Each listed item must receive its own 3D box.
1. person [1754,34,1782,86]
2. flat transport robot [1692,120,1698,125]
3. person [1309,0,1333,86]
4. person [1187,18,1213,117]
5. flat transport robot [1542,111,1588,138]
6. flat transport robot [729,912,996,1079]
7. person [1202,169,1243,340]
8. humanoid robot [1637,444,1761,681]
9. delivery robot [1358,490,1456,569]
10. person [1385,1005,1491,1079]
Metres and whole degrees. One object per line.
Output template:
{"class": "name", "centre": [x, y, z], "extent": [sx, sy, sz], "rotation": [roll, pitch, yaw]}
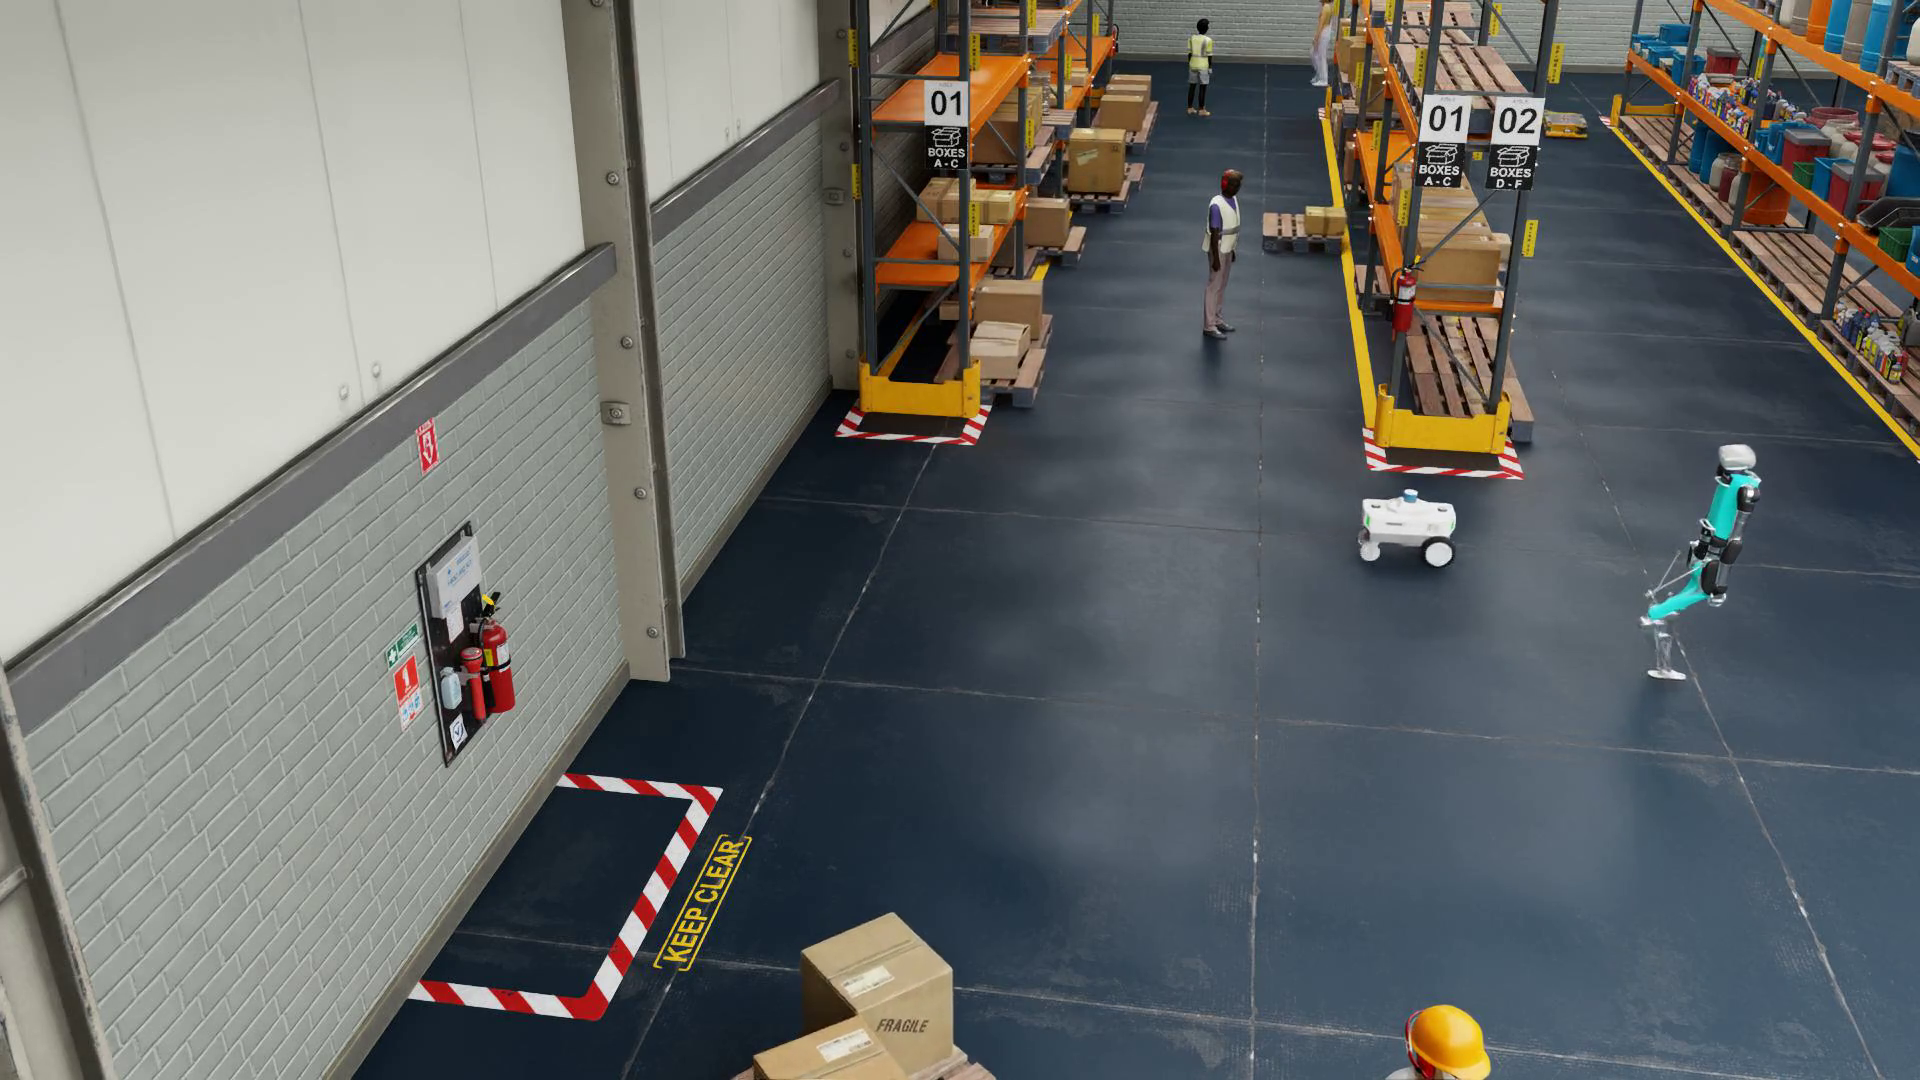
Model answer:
{"class": "person", "centre": [15.866, -9.804, 32.573], "extent": [0.317, 1.765, 0.531], "rotation": [-19, 31, -35]}
{"class": "flat transport robot", "centre": [13.498, -7.470, 29.346], "extent": [0.659, 0.231, 1.431], "rotation": [19, 31, 35]}
{"class": "person", "centre": [7.050, -9.826, 32.528], "extent": [0.525, 1.845, 0.530], "rotation": [7, 26, 15]}
{"class": "person", "centre": [4.297, -8.454, 29.763], "extent": [0.317, 1.695, 0.539], "rotation": [-22, 33, -39]}
{"class": "flat transport robot", "centre": [10.421, -7.159, 28.681], "extent": [0.659, 0.231, 1.431], "rotation": [6, 26, 13]}
{"class": "flat transport robot", "centre": [-0.444, 2.786, 7.395], "extent": [0.659, 0.231, 1.431], "rotation": [-19, 31, -35]}
{"class": "person", "centre": [2.863, -3.146, 18.239], "extent": [0.389, 1.837, 0.562], "rotation": [12, 28, 24]}
{"class": "humanoid robot", "centre": [4.850, 0.251, 11.198], "extent": [0.729, 1.880, 0.542], "rotation": [3, 25, 6]}
{"class": "delivery robot", "centre": [3.589, -0.099, 13.255], "extent": [0.803, 0.614, 0.499], "rotation": [3, 25, 7]}
{"class": "person", "centre": [1.676, 2.481, 6.143], "extent": [0.576, 1.888, 0.379], "rotation": [-11, 27, -21]}
